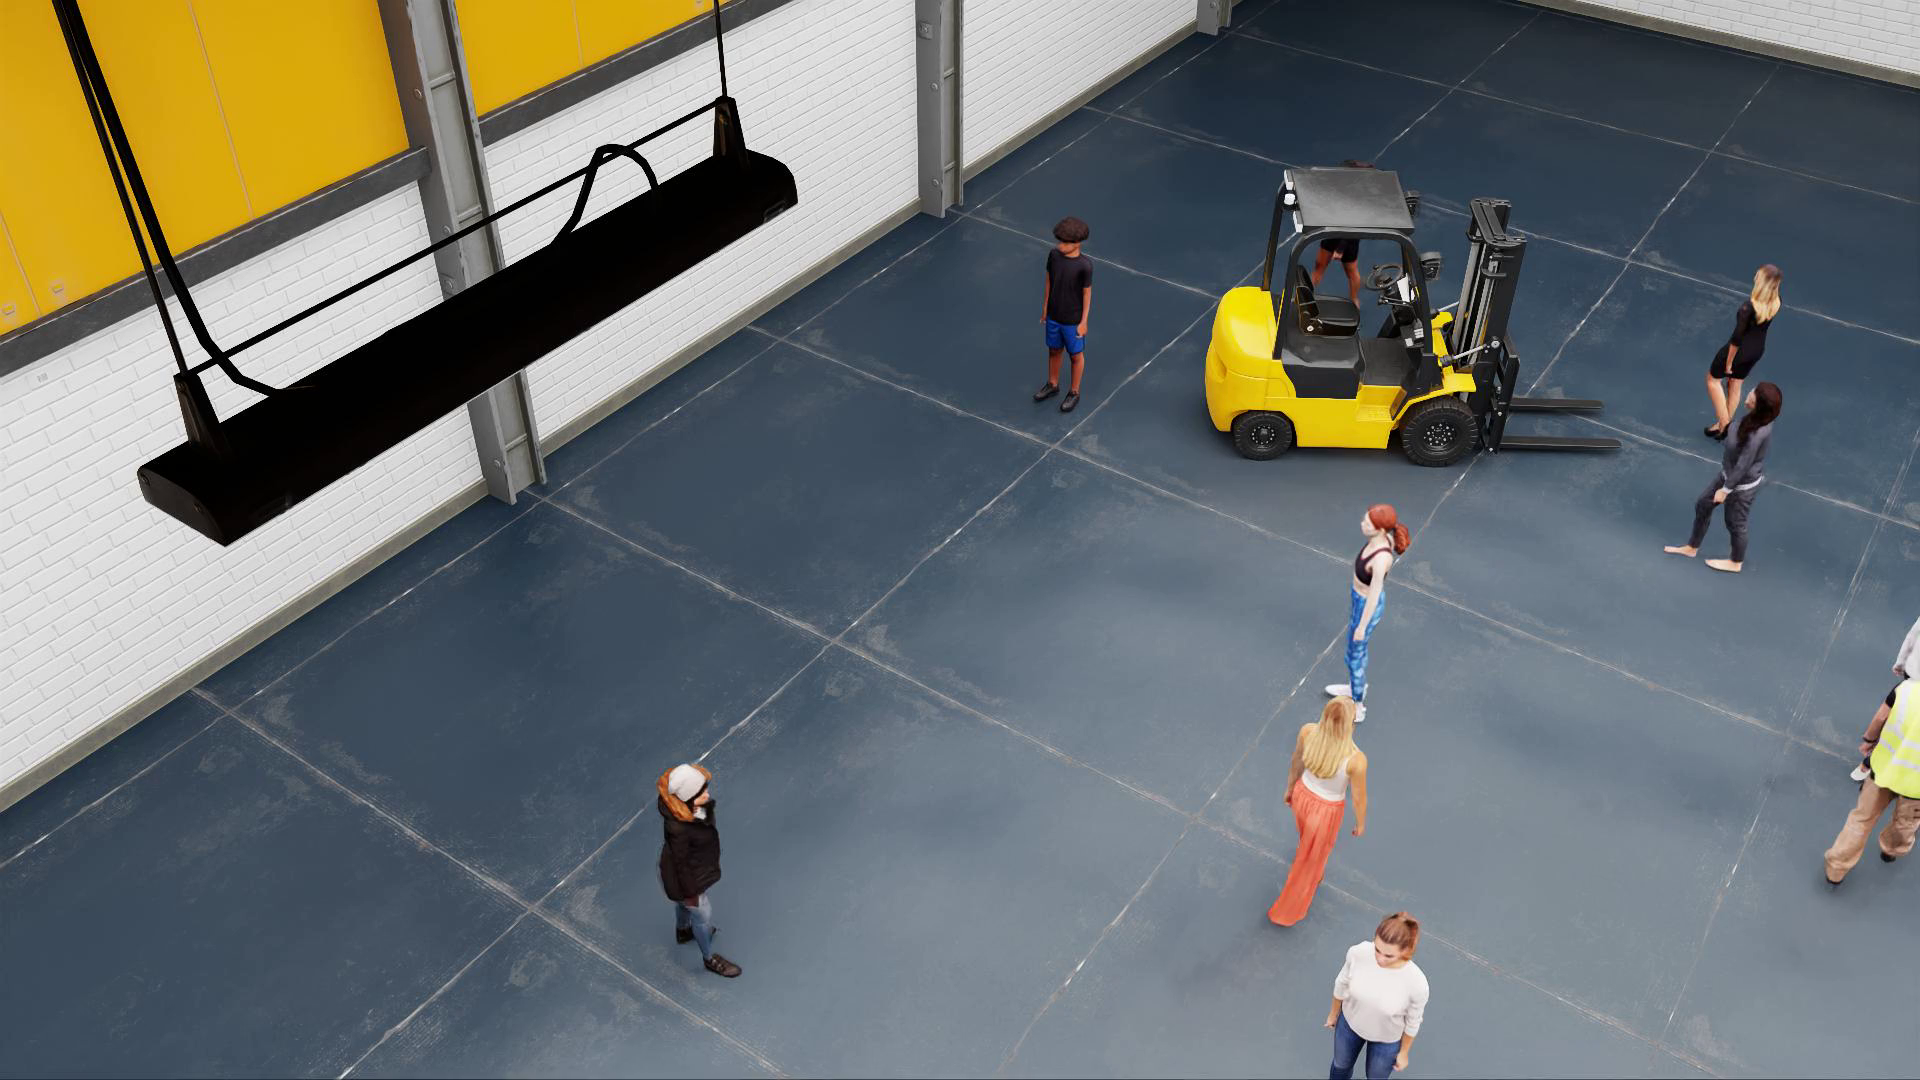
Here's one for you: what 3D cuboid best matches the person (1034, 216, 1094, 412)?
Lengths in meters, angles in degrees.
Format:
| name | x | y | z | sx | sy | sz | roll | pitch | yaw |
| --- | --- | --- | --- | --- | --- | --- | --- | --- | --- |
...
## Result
| name | x | y | z | sx | sy | sz | roll | pitch | yaw |
| --- | --- | --- | --- | --- | --- | --- | --- | --- | --- |
| person | 0.909 | -1.936 | 14.099 | 0.606 | 1.792 | 0.558 | 26 | 45 | 29 |

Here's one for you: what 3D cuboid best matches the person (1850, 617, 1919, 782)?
| name | x | y | z | sx | sy | sz | roll | pitch | yaw |
| --- | --- | --- | --- | --- | --- | --- | --- | --- | --- |
| person | 6.098 | 0.918 | 10.620 | 0.995 | 1.675 | 0.918 | -8 | 39 | -9 |

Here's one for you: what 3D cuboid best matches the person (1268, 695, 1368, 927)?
| name | x | y | z | sx | sy | sz | roll | pitch | yaw |
| --- | --- | --- | --- | --- | --- | --- | --- | --- | --- |
| person | 2.010 | 1.626 | 9.640 | 0.903 | 1.791 | 0.778 | -27 | 46 | -29 |

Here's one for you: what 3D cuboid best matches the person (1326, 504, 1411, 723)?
| name | x | y | z | sx | sy | sz | roll | pitch | yaw |
| --- | --- | --- | --- | --- | --- | --- | --- | --- | --- |
| person | 2.706 | 0.483 | 11.079 | 0.716 | 1.780 | 0.614 | 8 | 39 | 10 |

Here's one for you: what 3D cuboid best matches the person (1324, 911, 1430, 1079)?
| name | x | y | z | sx | sy | sz | roll | pitch | yaw |
| --- | --- | --- | --- | --- | --- | --- | --- | --- | --- |
| person | 2.121 | 2.522 | 8.573 | 0.627 | 1.721 | 0.535 | 27 | 46 | 30 |

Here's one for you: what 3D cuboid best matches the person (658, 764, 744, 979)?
| name | x | y | z | sx | sy | sz | roll | pitch | yaw |
| --- | --- | --- | --- | --- | --- | --- | --- | --- | --- |
| person | -1.574 | 1.839 | 9.512 | 0.819 | 1.618 | 0.762 | 1 | 39 | 1 |

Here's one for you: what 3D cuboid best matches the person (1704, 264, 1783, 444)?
| name | x | y | z | sx | sy | sz | roll | pitch | yaw |
| --- | --- | --- | --- | --- | --- | --- | --- | --- | --- |
| person | 6.450 | -1.469 | 13.617 | 0.707 | 1.665 | 0.766 | -13 | 40 | -16 |

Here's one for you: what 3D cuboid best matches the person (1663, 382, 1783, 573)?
| name | x | y | z | sx | sy | sz | roll | pitch | yaw |
| --- | --- | --- | --- | --- | --- | --- | --- | --- | --- |
| person | 5.817 | -0.461 | 12.297 | 0.886 | 1.737 | 0.864 | 13 | 40 | 16 |

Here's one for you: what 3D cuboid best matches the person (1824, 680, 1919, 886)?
| name | x | y | z | sx | sy | sz | roll | pitch | yaw |
| --- | --- | --- | --- | --- | --- | --- | --- | --- | --- |
| person | 5.615 | 1.392 | 9.908 | 1.078 | 1.822 | 0.839 | -31 | 48 | -33 |

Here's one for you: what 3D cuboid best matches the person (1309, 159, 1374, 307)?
| name | x | y | z | sx | sy | sz | roll | pitch | yaw |
| --- | --- | --- | --- | --- | --- | --- | --- | --- | --- |
| person | 3.576 | -2.726 | 15.232 | 1.002 | 1.613 | 0.898 | -12 | 40 | -14 |
